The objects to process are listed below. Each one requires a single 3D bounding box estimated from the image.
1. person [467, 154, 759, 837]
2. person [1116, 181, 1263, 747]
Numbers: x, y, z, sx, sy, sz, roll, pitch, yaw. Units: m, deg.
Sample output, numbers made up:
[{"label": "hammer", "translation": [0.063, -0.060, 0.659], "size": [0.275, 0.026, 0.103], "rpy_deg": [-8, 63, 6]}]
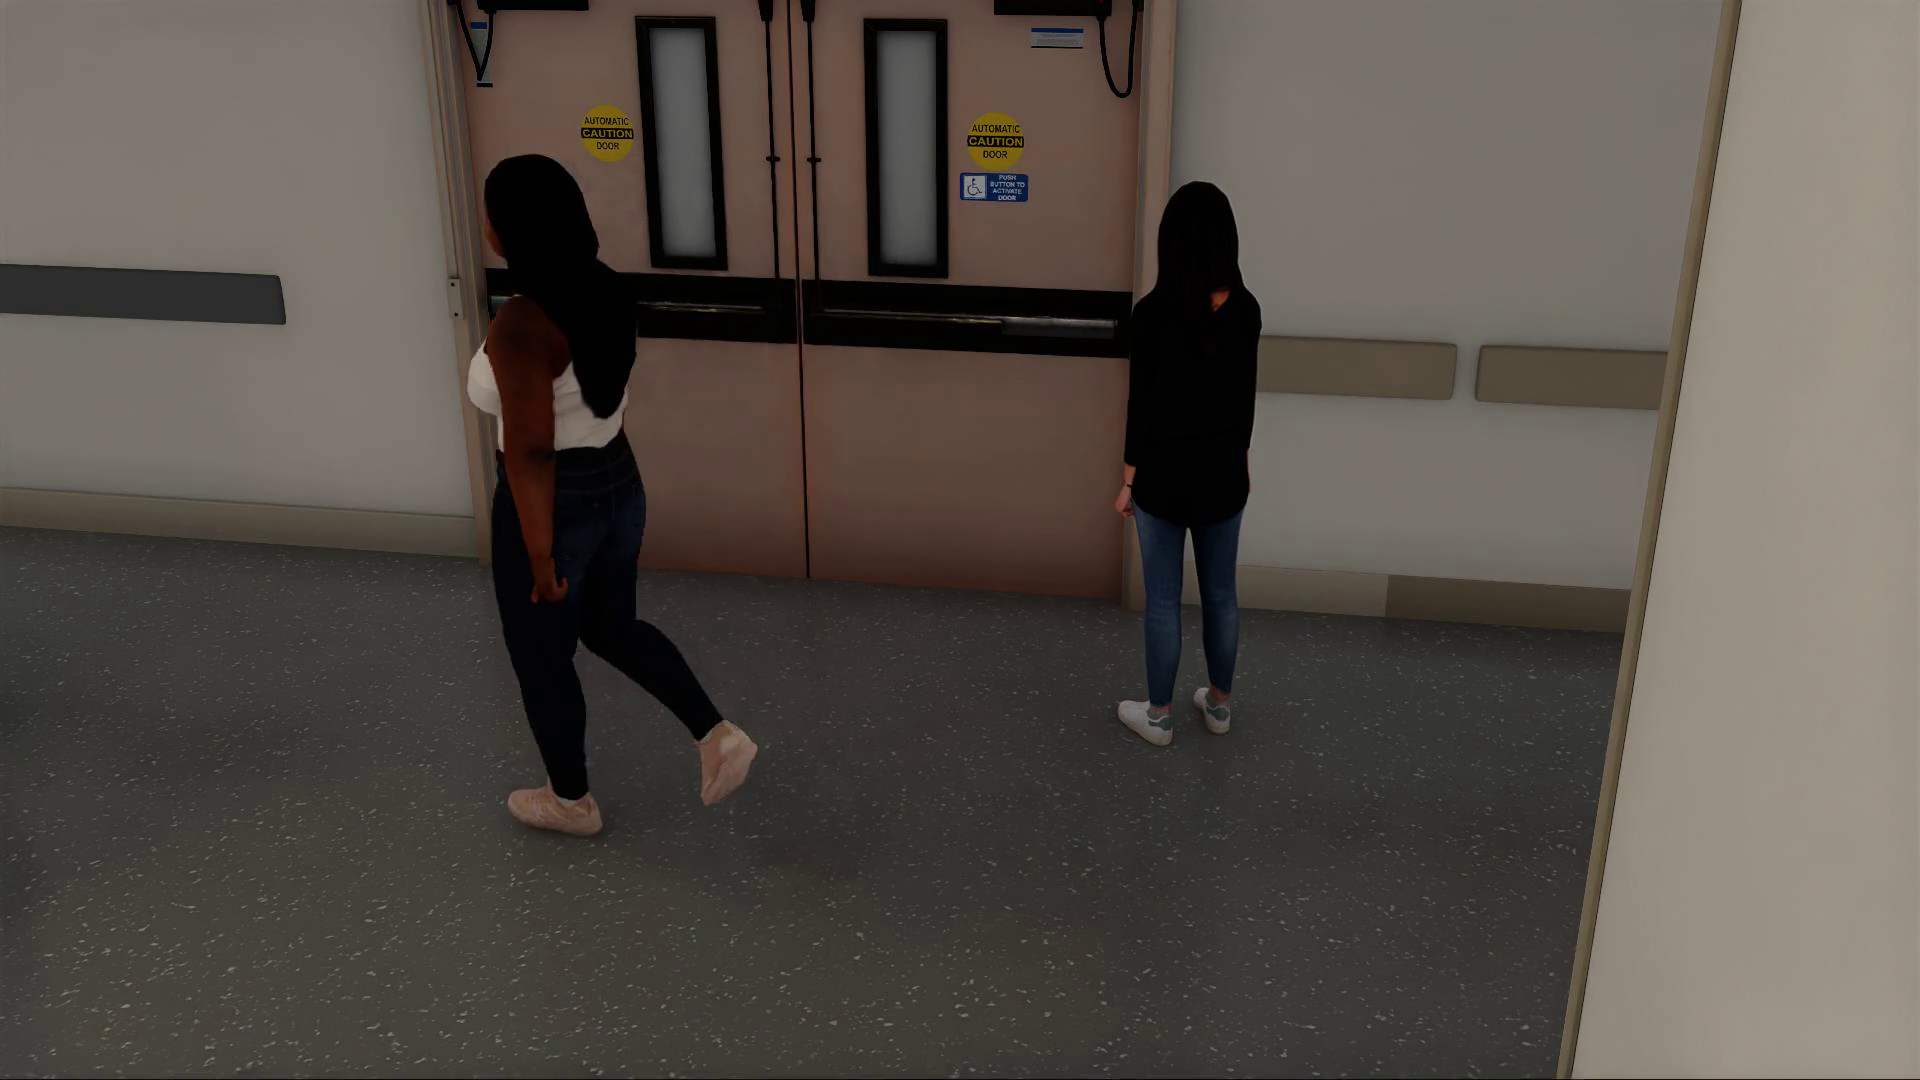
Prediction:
[{"label": "person", "translation": [-0.885, -0.039, 4.157], "size": [1.032, 1.791, 0.809], "rpy_deg": [10, 23, 24]}, {"label": "person", "translation": [0.662, -0.203, 4.792], "size": [0.588, 1.646, 0.697], "rpy_deg": [-6, 21, -14]}]
